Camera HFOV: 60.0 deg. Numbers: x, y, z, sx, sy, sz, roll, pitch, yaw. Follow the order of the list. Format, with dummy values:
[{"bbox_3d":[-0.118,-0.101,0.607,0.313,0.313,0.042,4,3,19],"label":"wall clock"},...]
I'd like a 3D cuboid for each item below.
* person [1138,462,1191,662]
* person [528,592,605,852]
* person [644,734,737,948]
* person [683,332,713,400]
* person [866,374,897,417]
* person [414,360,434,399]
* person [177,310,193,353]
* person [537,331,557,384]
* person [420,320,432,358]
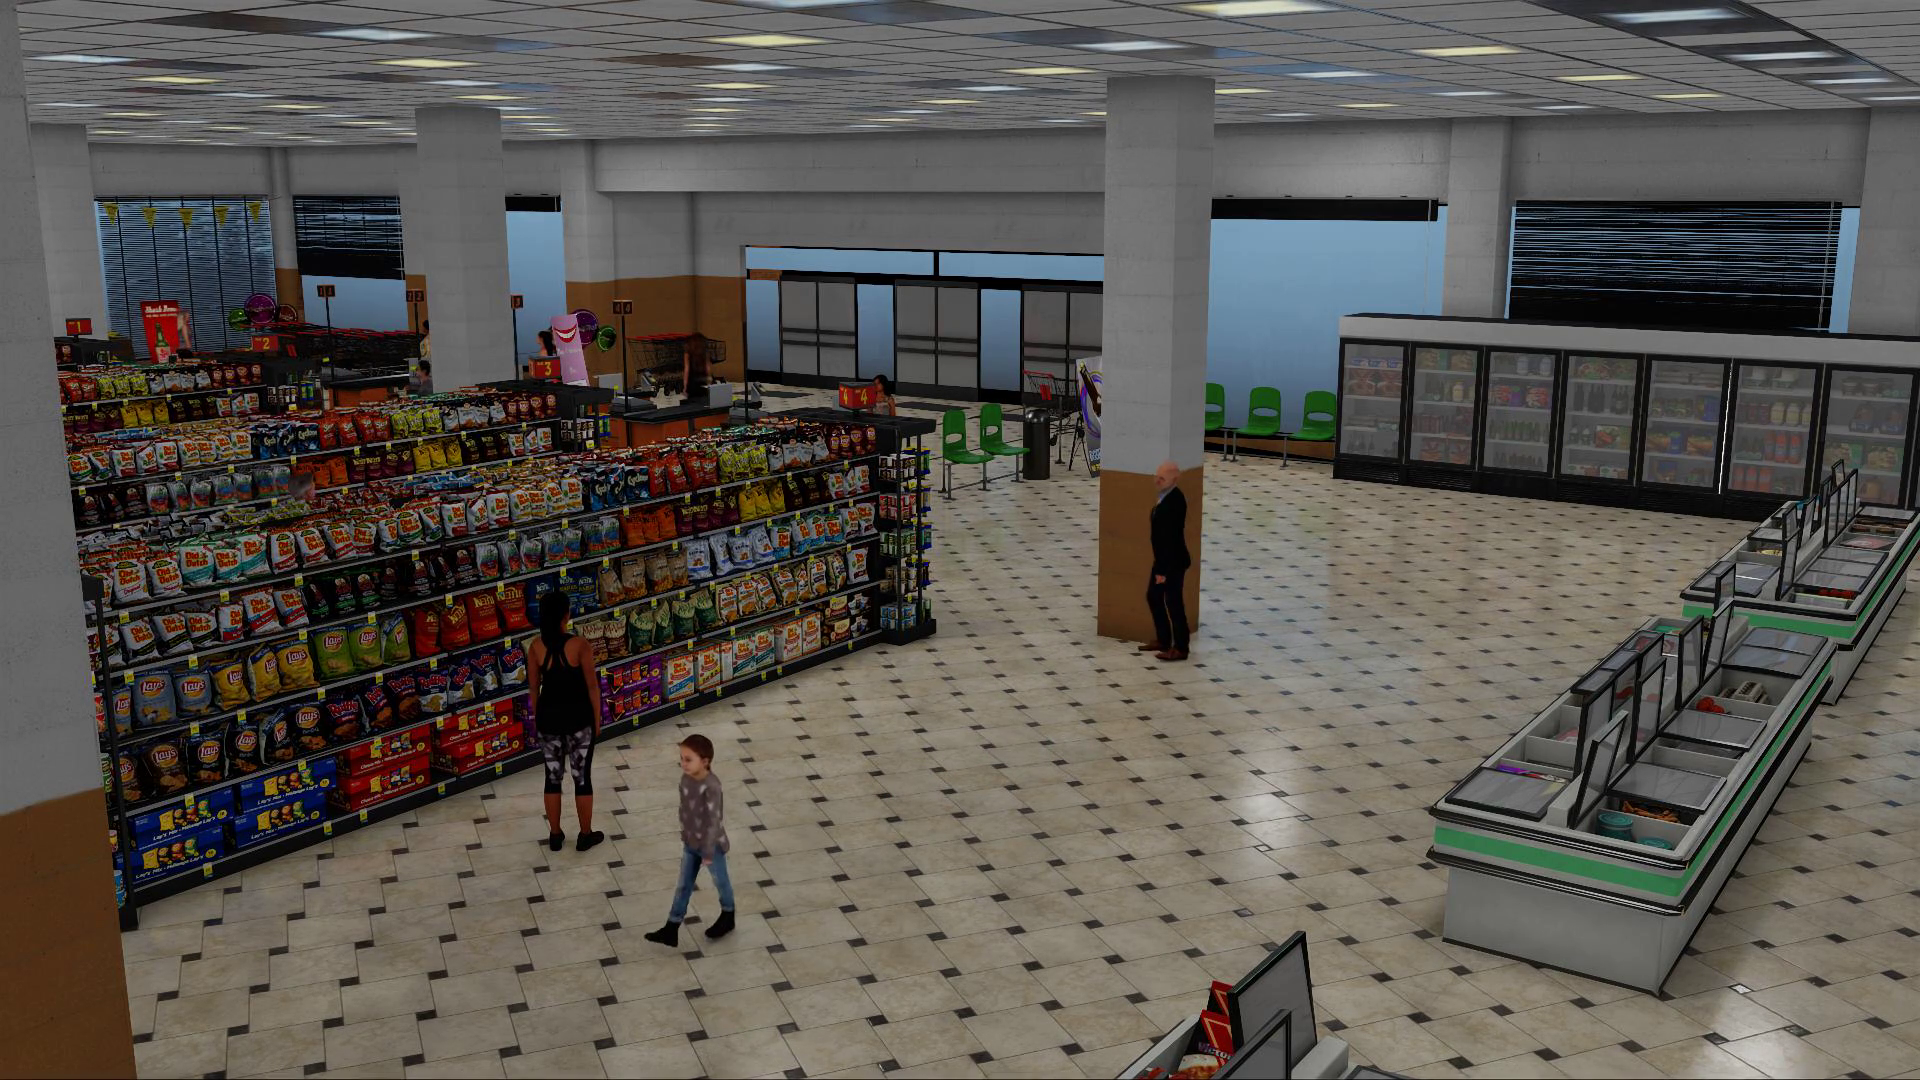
[{"bbox_3d":[1.842,0.187,14.358,0.908,1.766,0.825,2,12,8],"label":"person"},{"bbox_3d":[-2.440,1.104,10.262,0.656,1.660,0.671,1,12,3],"label":"person"},{"bbox_3d":[-1.343,1.618,9.016,0.545,1.168,0.801,10,16,40],"label":"person"},{"bbox_3d":[-4.116,-2.330,26.260,1.141,1.789,1.216,-3,12,-12],"label":"person"},{"bbox_3d":[-1.047,-1.383,22.109,0.695,1.645,0.605,5,13,22],"label":"person"},{"bbox_3d":[-7.239,-1.596,22.894,1.024,1.740,0.835,-7,14,-31],"label":"person"},{"bbox_3d":[-15.452,-3.722,33.099,0.673,1.695,0.672,-7,14,-32],"label":"person"},{"bbox_3d":[-6.947,-2.652,27.942,0.774,1.725,0.675,1,12,3],"label":"person"},{"bbox_3d":[-9.367,-3.012,29.486,0.736,1.794,0.638,0,12,2],"label":"person"}]
